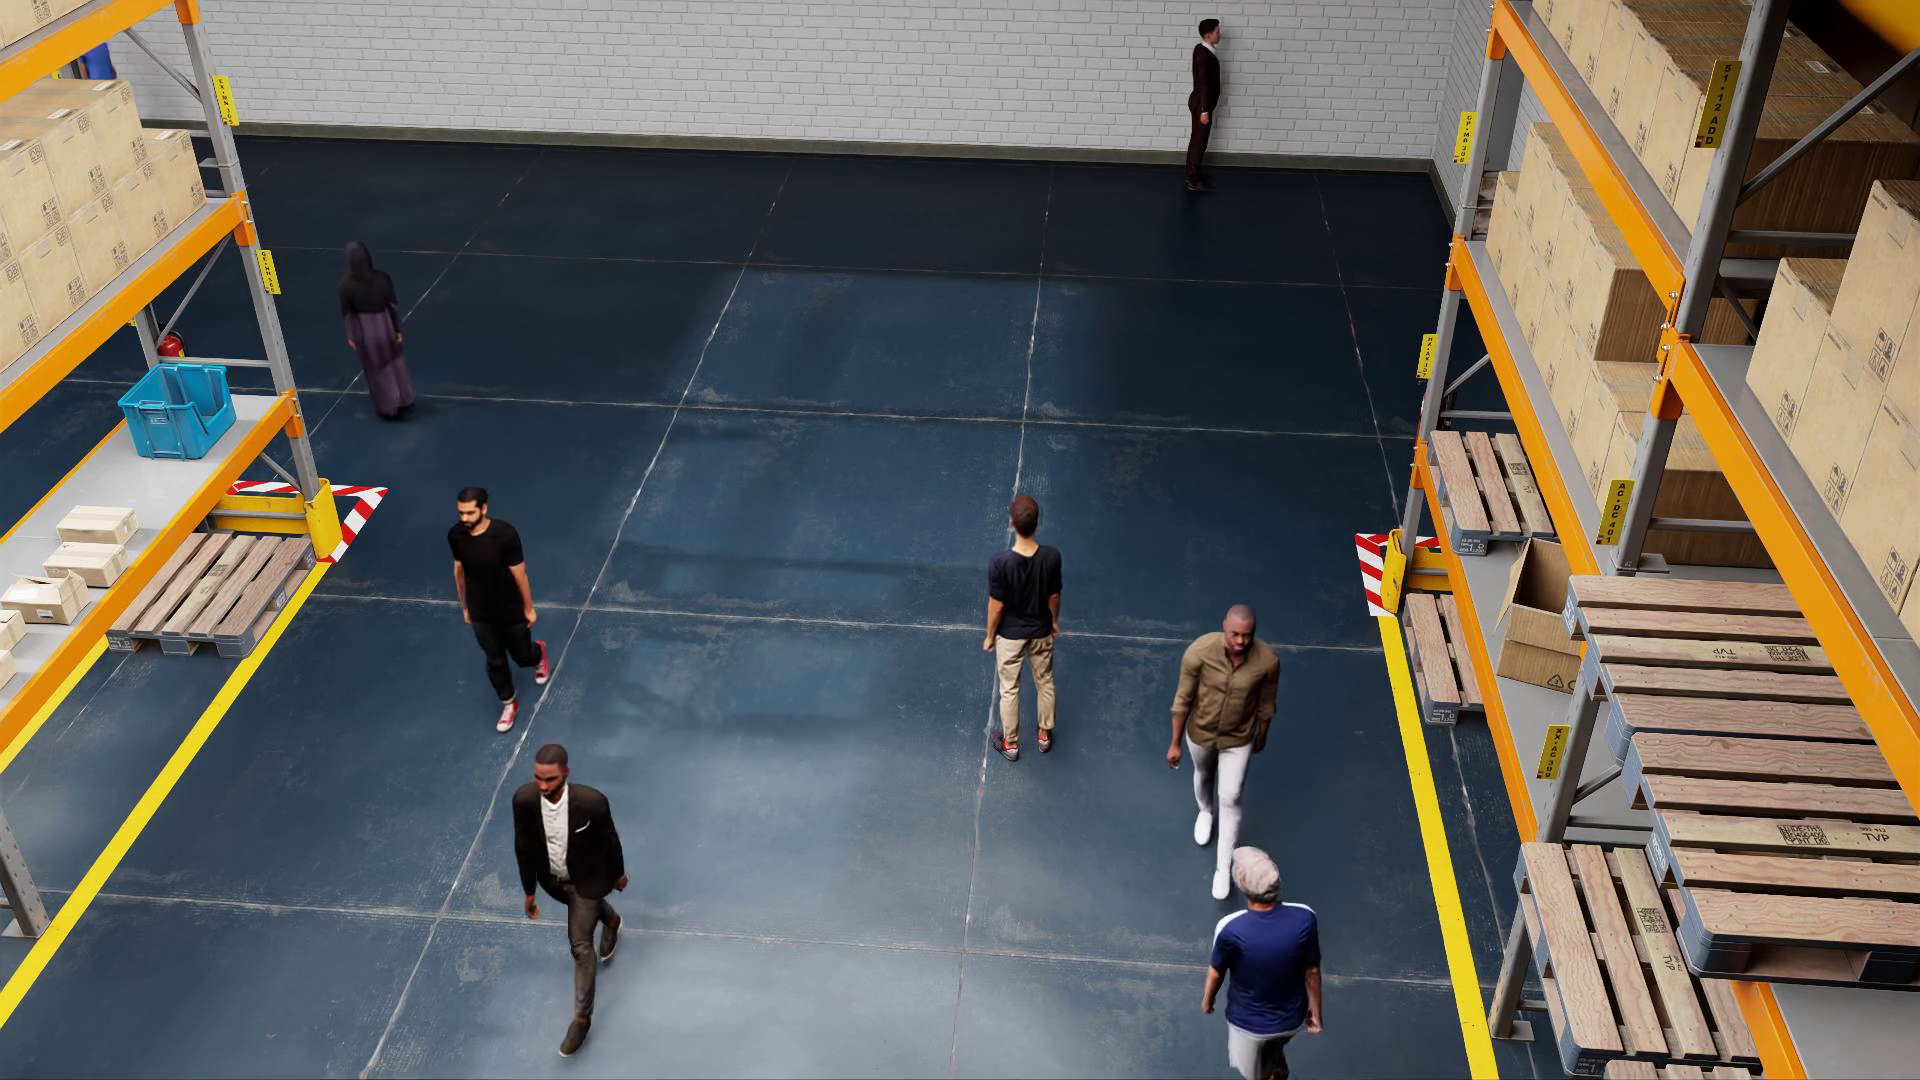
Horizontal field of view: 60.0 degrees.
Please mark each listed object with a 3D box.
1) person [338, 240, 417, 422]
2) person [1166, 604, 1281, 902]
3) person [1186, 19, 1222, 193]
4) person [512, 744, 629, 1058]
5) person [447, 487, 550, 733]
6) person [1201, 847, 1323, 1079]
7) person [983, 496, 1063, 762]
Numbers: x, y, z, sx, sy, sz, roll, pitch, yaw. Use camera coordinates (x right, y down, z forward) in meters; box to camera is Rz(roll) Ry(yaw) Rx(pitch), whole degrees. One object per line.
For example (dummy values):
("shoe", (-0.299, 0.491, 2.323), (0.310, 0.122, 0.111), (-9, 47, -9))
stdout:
("person", (-4.858, -1.705, 13.817), (0.794, 1.608, 0.870), (-17, 37, -24))
("person", (1.484, 1.061, 9.490), (0.842, 1.793, 1.113), (7, 34, 11))
("person", (2.651, -4.771, 18.197), (0.744, 1.866, 0.542), (1, 34, 1))
("person", (-1.968, 1.687, 8.586), (0.733, 1.749, 1.226), (5, 34, 7))
("person", (-2.905, 0.370, 10.573), (0.633, 1.743, 0.845), (3, 34, 4))
("person", (1.462, 2.236, 7.728), (0.785, 1.787, 0.838), (-2, 34, -4))
("person", (0.400, 0.564, 10.186), (0.706, 1.849, 0.665), (-9, 35, -14))
